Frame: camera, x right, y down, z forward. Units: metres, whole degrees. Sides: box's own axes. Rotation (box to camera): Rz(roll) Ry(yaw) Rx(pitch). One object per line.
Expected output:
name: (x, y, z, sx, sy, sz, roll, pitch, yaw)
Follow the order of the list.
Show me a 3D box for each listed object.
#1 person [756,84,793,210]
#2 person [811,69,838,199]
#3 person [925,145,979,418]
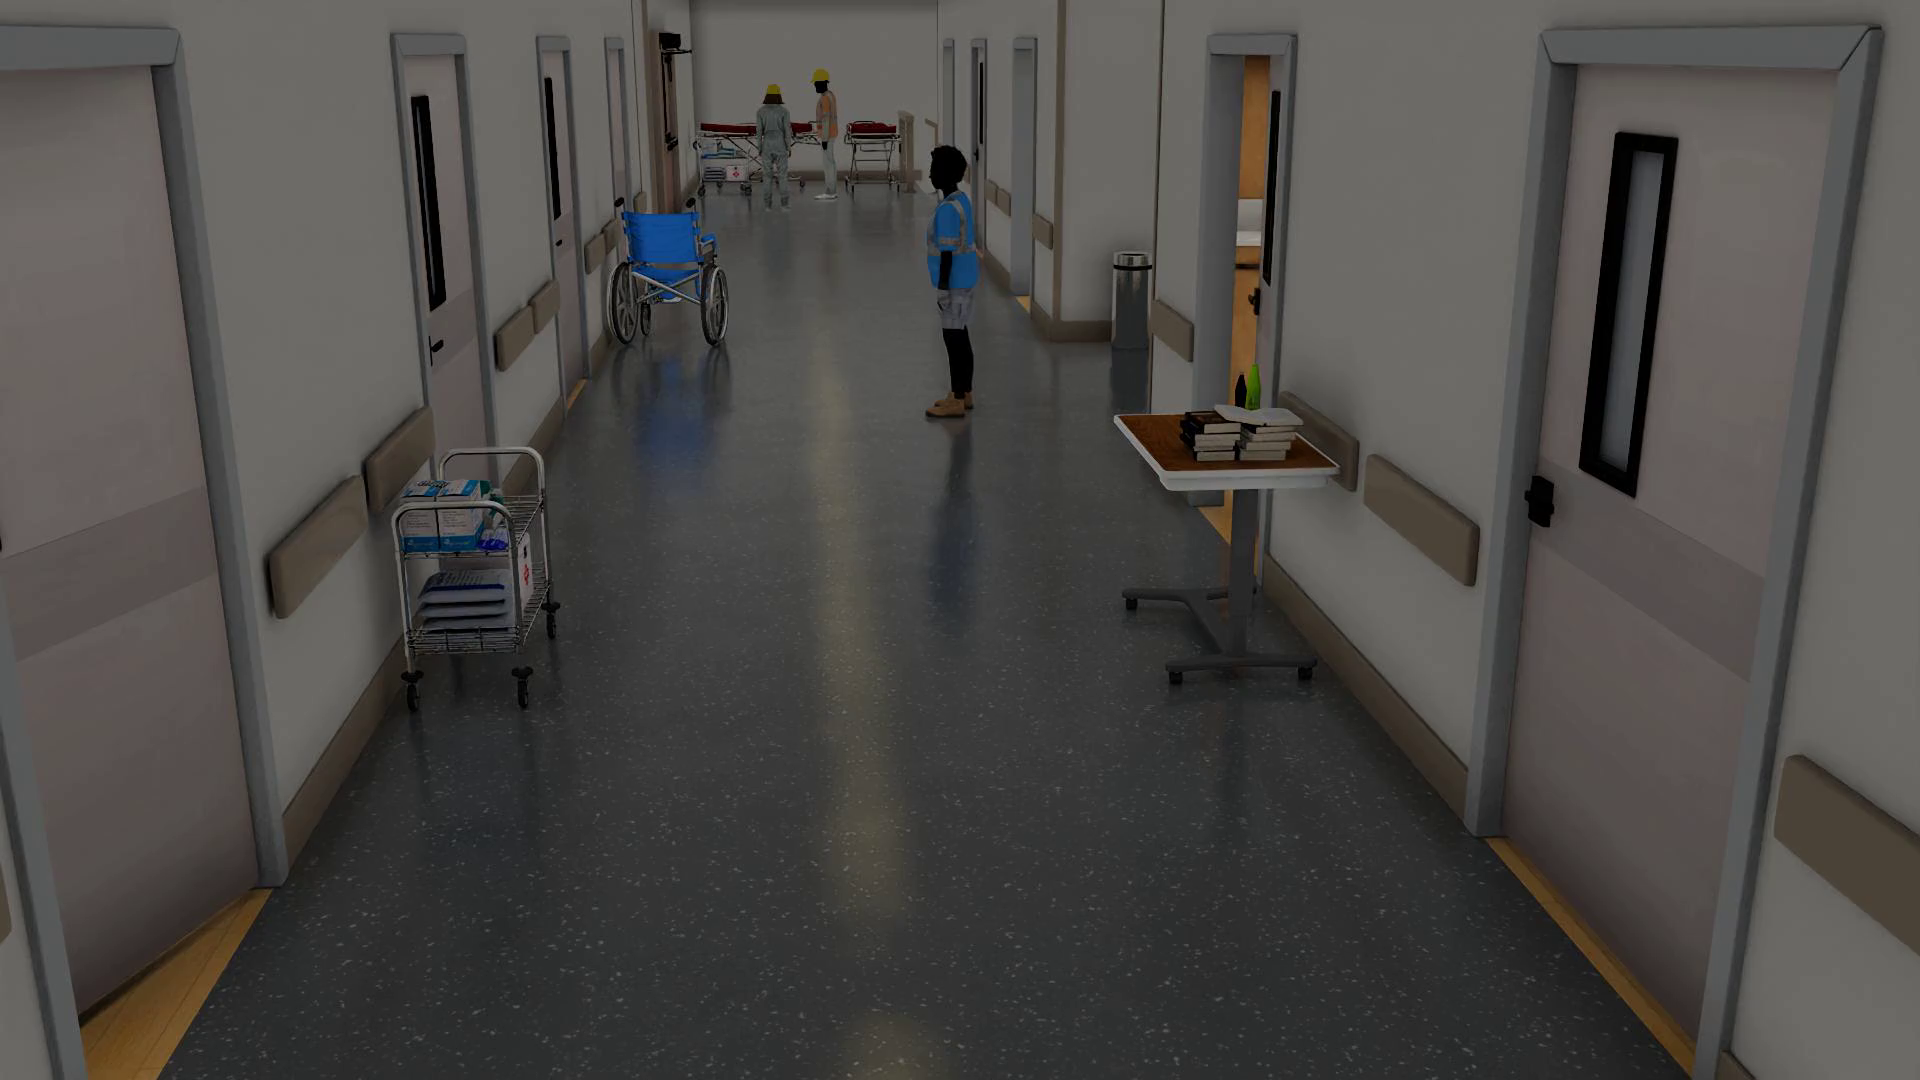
person: (-2.617, -5.546, 23.499, 0.492, 1.740, 0.325, 2, 17, 6)
person: (-2.039, -6.112, 25.094, 0.394, 1.918, 0.585, 0, 17, 1)
person: (-0.049, -1.608, 10.427, 0.319, 1.694, 0.535, 3, 17, 9)
